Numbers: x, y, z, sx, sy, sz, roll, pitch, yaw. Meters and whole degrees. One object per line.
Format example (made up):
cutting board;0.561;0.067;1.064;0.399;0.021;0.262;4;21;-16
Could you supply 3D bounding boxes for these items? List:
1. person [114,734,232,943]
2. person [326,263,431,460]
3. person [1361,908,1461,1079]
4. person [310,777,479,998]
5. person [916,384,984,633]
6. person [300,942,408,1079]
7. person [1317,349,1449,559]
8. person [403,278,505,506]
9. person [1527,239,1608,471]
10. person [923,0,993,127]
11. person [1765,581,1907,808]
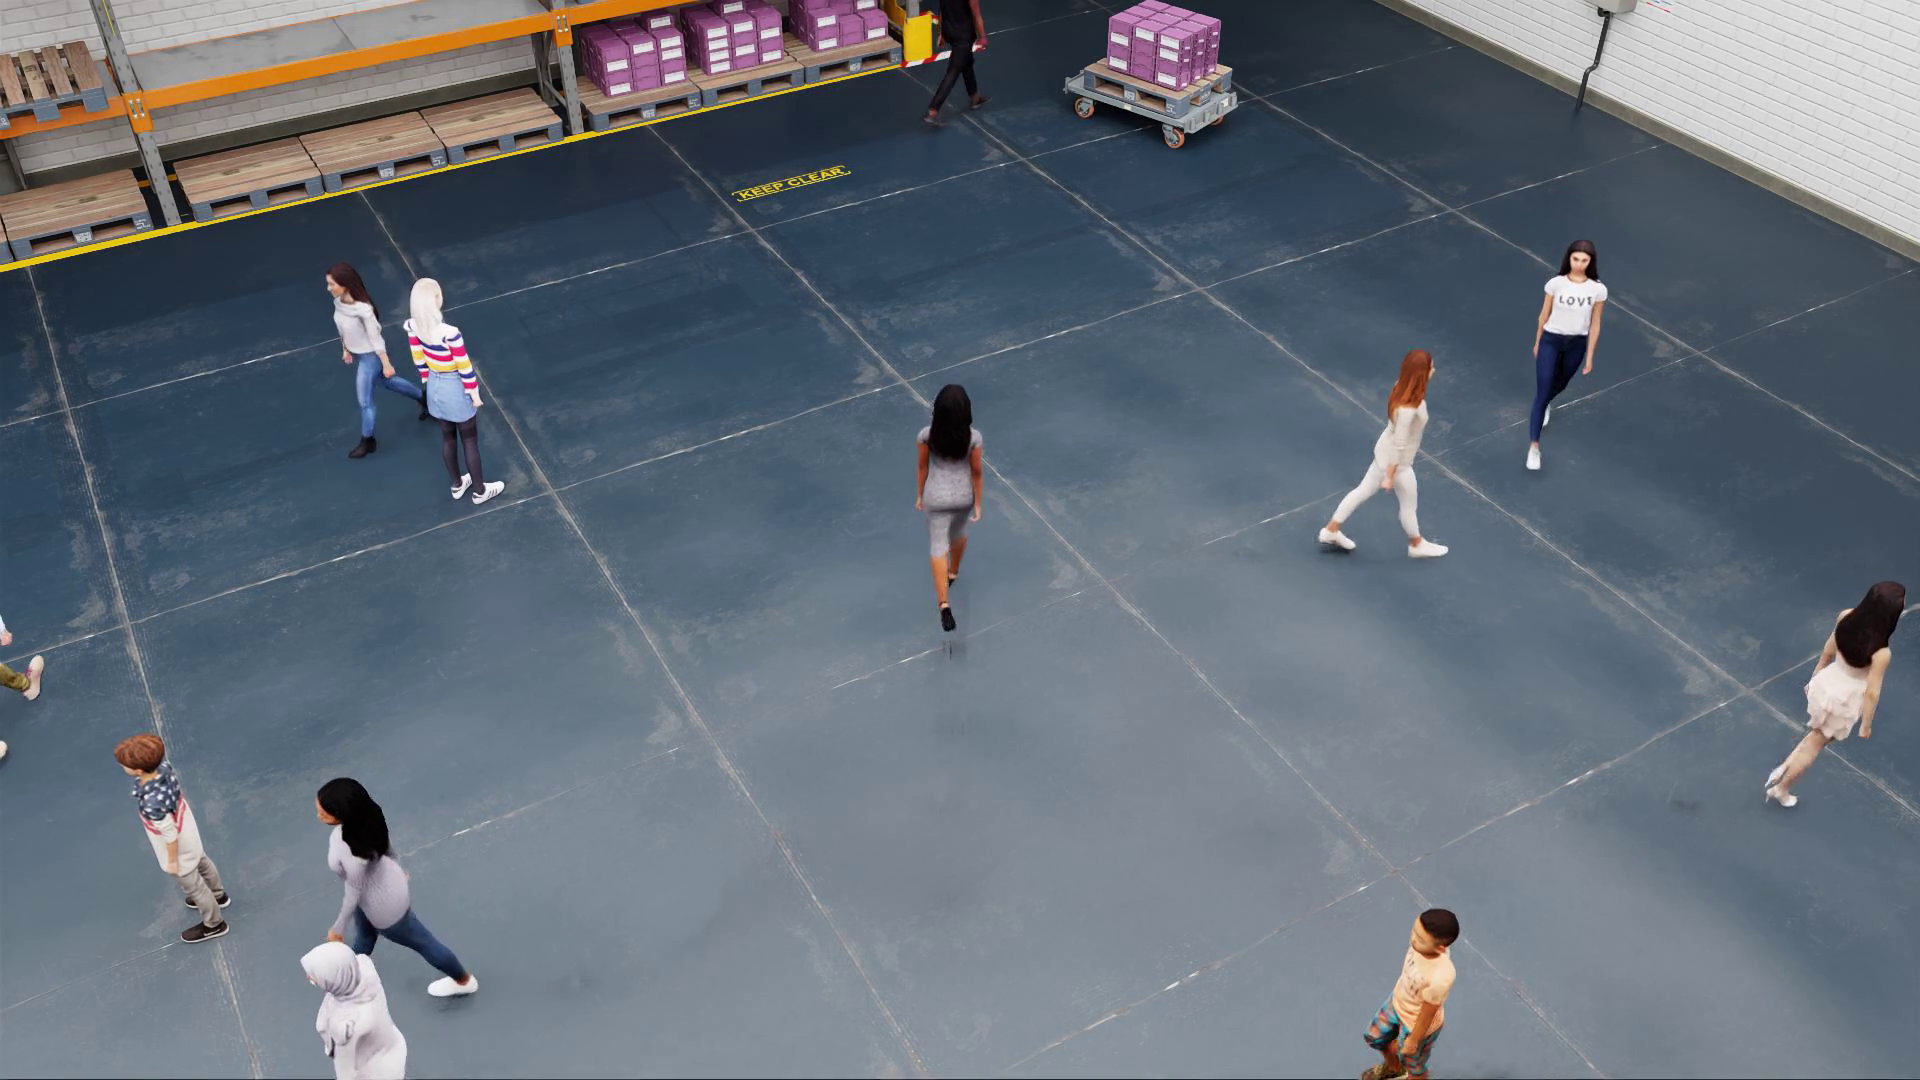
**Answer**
person;-4.196;1.569;8.890;0.561;1.439;0.565;-9;39;-11
person;-4.369;-1.405;12.485;1.101;1.601;0.767;-28;46;-30
person;2.262;2.266;8.008;0.640;1.451;0.604;-6;39;-8
person;-2.802;1.808;8.381;1.136;1.701;0.804;-7;39;-8
person;-0.075;-0.192;10.844;1.101;1.753;0.990;-1;39;-1
person;-2.585;2.401;7.585;0.742;1.769;0.742;-3;39;-4
person;2.872;-0.554;11.364;1.204;1.670;1.027;3;39;4
person;-3.652;-1.058;11.882;0.725;1.810;0.727;17;42;20
person;4.509;-1.463;12.444;1.114;1.742;1.135;7;39;9
person;-0.072;-5.087;16.957;1.293;1.773;0.828;-29;47;-31
person;4.901;0.924;9.469;0.709;1.725;0.671;-2;39;-3
